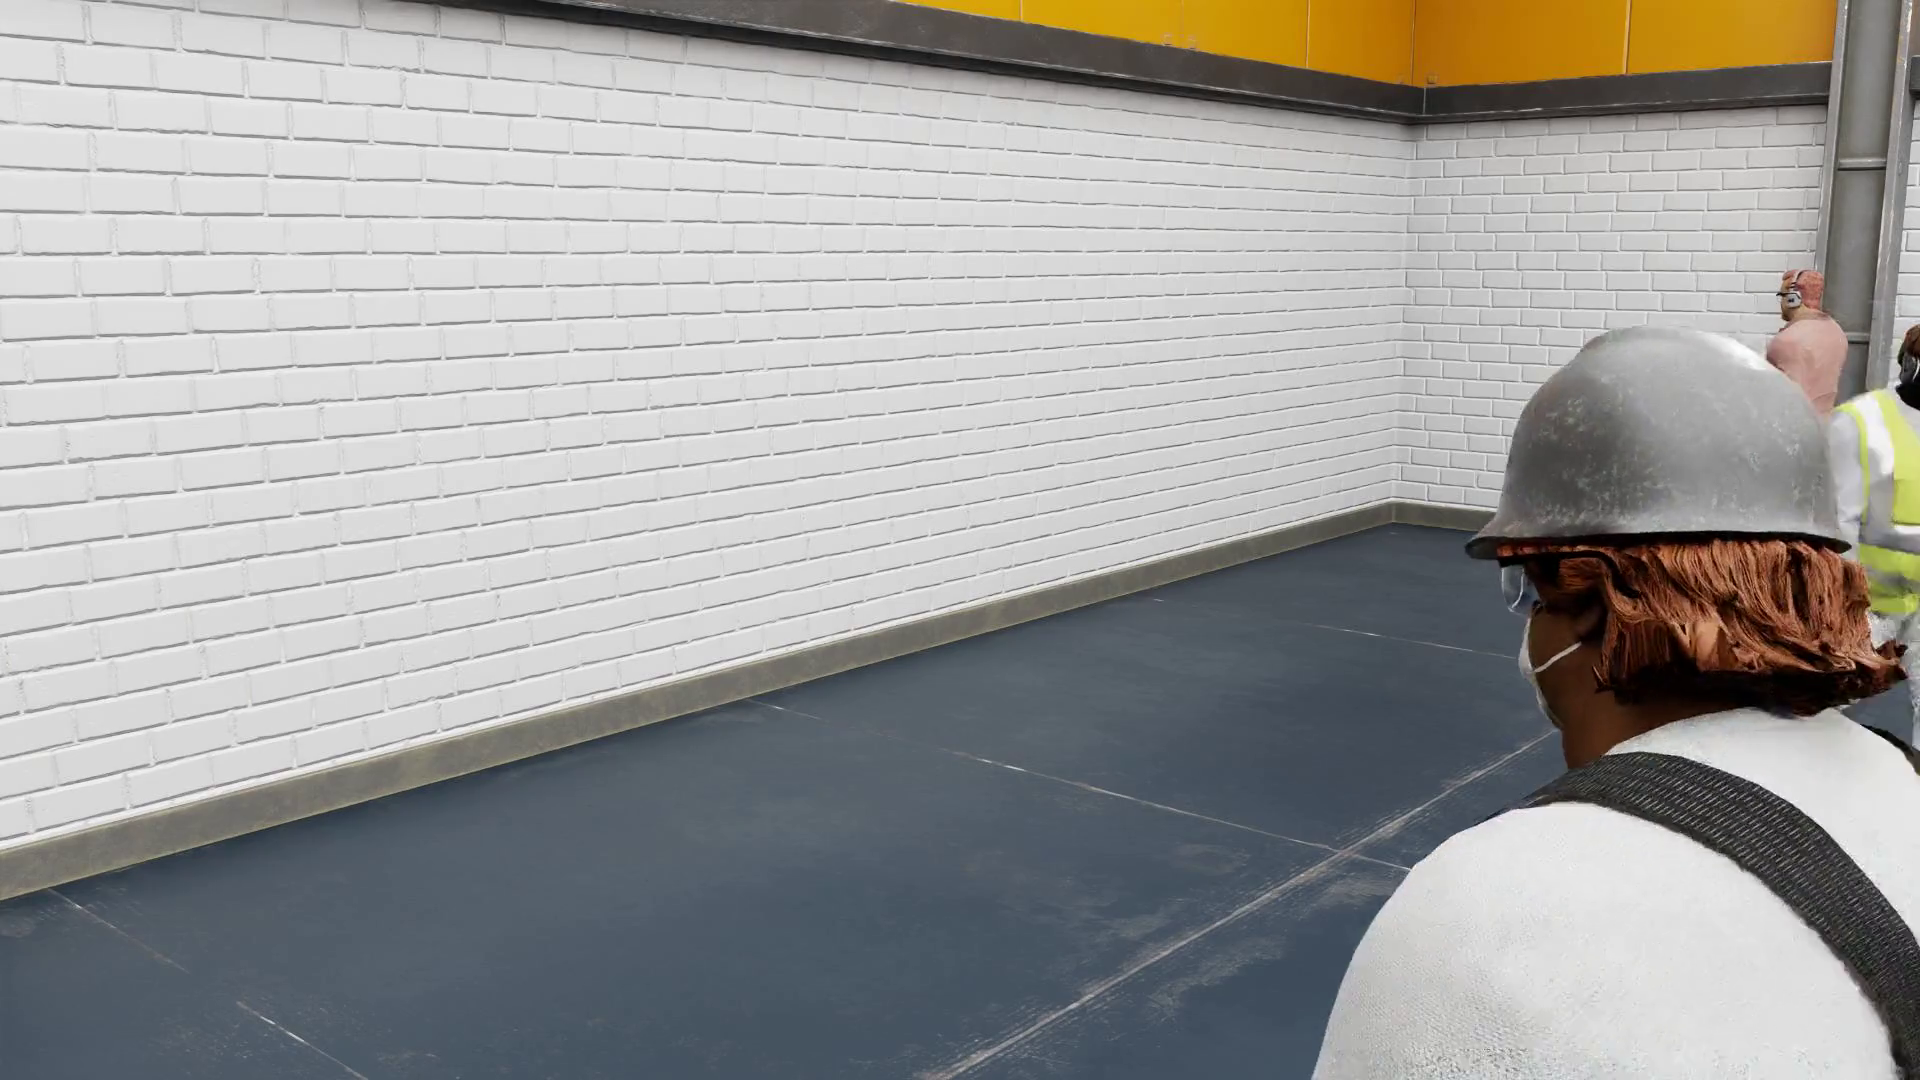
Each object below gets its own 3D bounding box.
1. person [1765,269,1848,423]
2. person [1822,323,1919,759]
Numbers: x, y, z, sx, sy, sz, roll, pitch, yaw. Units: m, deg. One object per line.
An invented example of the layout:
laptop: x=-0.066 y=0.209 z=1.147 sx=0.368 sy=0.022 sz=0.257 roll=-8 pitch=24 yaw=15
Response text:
person: x=4.737 y=-0.581 z=9.477 sx=0.652 sy=1.904 sz=0.402 roll=-8 pitch=13 yaw=-40
person: x=3.130 y=0.150 z=5.614 sx=0.614 sy=1.811 sz=0.904 roll=0 pitch=10 yaw=1
